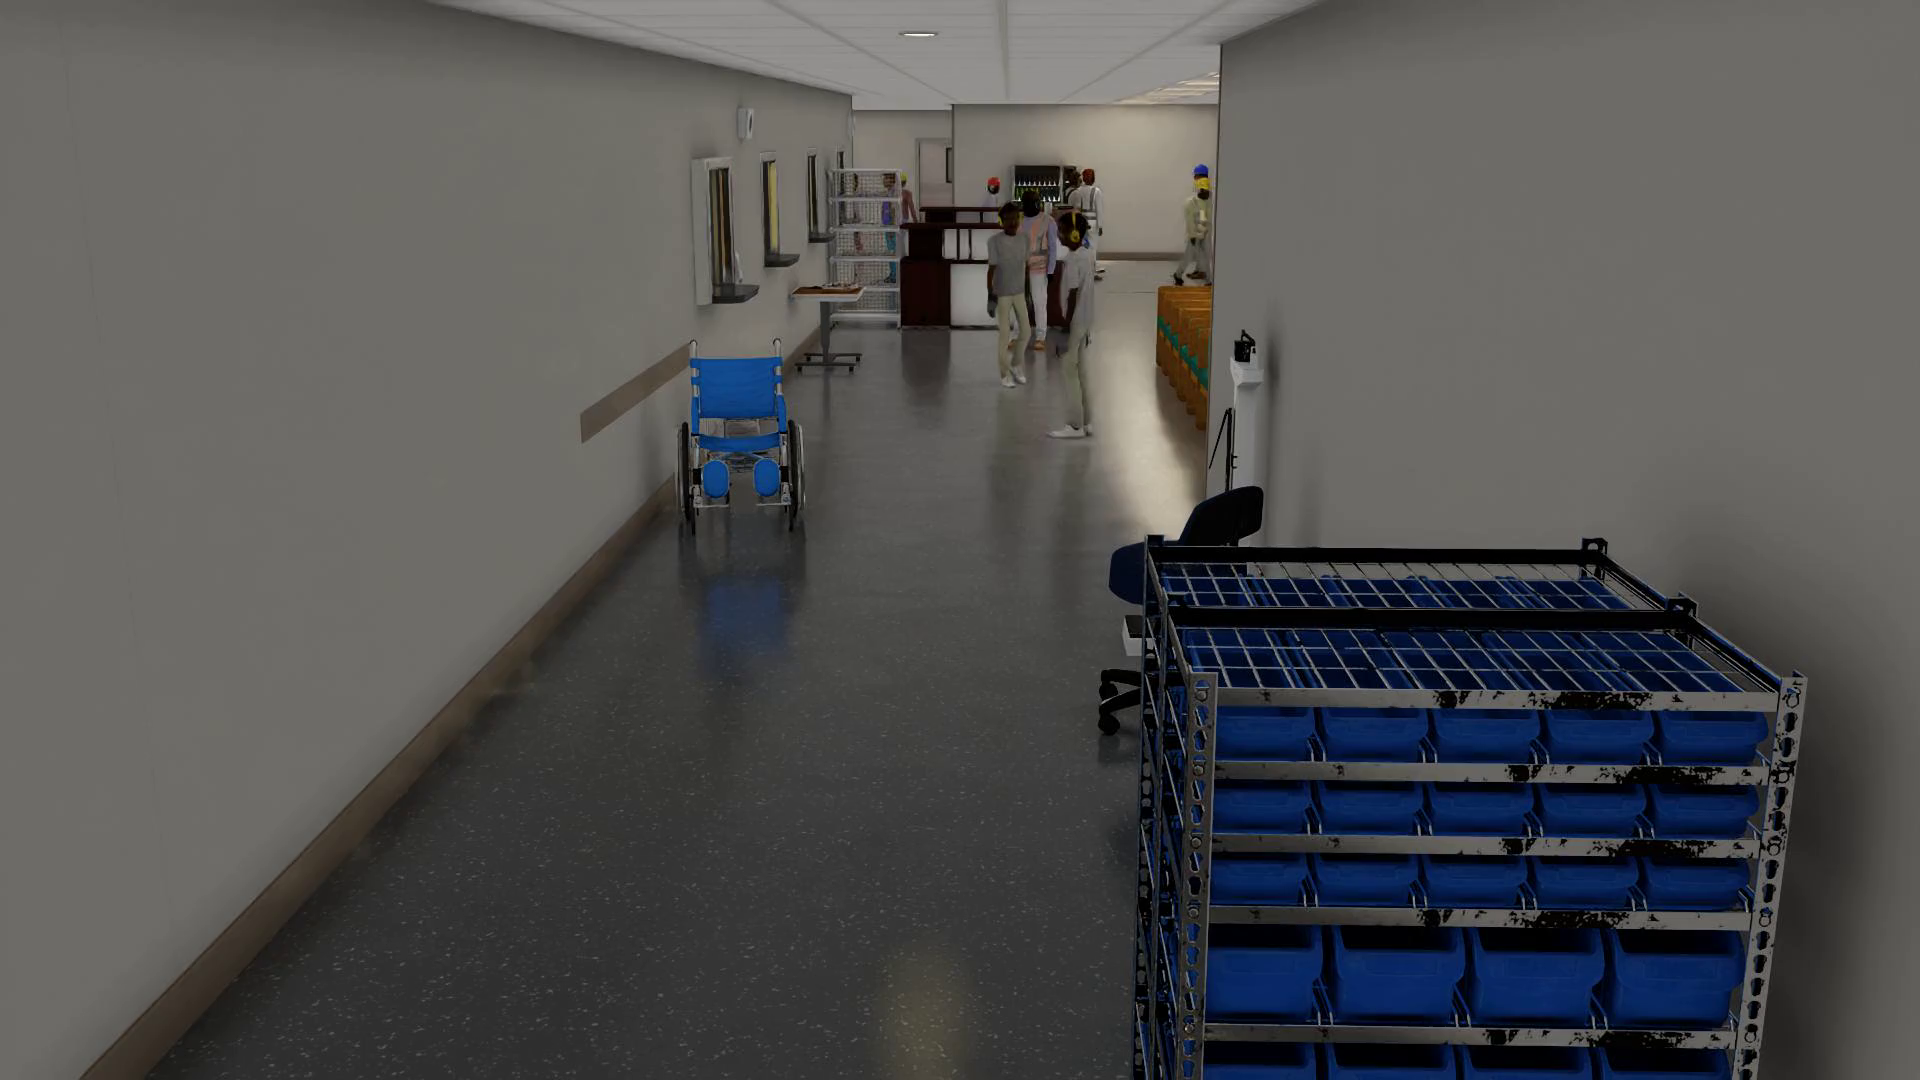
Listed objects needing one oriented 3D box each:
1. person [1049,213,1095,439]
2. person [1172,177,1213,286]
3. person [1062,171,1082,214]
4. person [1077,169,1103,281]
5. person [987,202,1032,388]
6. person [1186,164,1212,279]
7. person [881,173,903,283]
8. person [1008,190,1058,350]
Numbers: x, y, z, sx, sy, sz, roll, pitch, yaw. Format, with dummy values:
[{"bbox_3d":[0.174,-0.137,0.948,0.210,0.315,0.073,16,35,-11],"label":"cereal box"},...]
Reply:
[{"bbox_3d":[0.952,-1.749,13.740,0.309,1.863,0.584,5,15,21],"label":"person"},{"bbox_3d":[3.824,-4.967,26.912,0.580,1.789,0.915,-9,16,-31],"label":"person"},{"bbox_3d":[1.896,-5.254,27.950,0.328,1.844,0.514,-8,16,-29],"label":"person"},{"bbox_3d":[2.181,-5.338,28.217,0.574,1.884,0.355,11,18,38],"label":"person"},{"bbox_3d":[0.497,-2.406,16.419,0.557,1.834,0.451,-7,15,-25],"label":"person"},{"bbox_3d":[4.145,-5.473,28.628,0.388,1.949,0.602,-1,14,-5],"label":"person"},{"bbox_3d":[-1.137,-5.221,27.826,0.379,1.841,0.570,-2,14,-7],"label":"person"},{"bbox_3d":[0.814,-3.138,19.374,0.622,1.845,0.429,6,15,24],"label":"person"}]
